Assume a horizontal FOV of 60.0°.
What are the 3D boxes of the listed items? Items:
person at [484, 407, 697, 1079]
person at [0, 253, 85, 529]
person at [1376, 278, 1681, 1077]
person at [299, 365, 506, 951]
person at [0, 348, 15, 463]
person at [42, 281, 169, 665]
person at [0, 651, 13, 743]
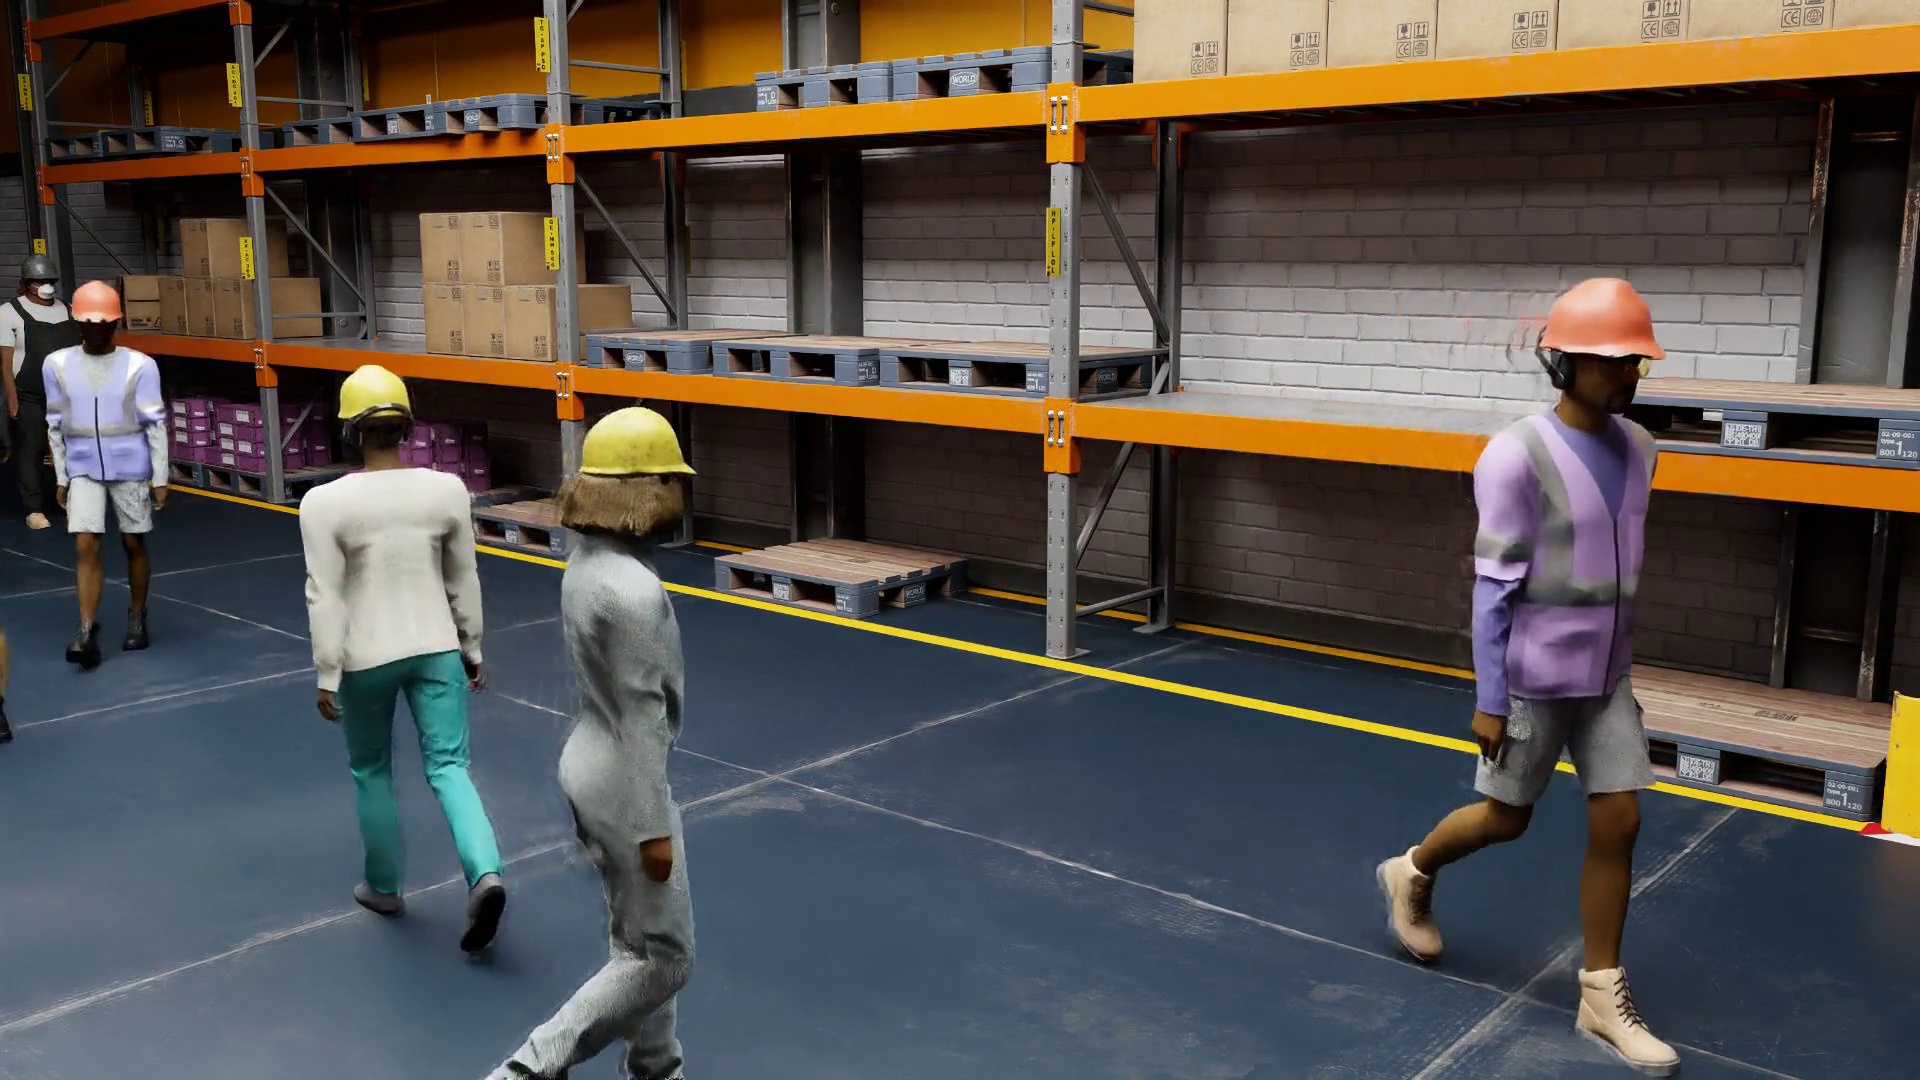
[{"bbox_3d":[-0.779,0.565,3.726,0.570,1.724,0.503,-4,11,-24],"label":"person"},{"bbox_3d":[-6.778,-1.114,12.426,0.538,2.000,0.682,6,12,32],"label":"person"},{"bbox_3d":[1.527,0.311,4.430,0.618,2.013,0.935,-5,11,-28],"label":"person"},{"bbox_3d":[-1.640,0.352,4.959,0.530,1.736,0.789,-8,13,-38],"label":"person"},{"bbox_3d":[-5.941,-0.591,9.829,0.594,1.903,0.482,-5,11,-27],"label":"person"},{"bbox_3d":[-4.272,-0.326,8.318,0.561,1.899,0.852,-3,10,-16],"label":"person"},{"bbox_3d":[-4.408,-0.082,6.949,0.893,1.888,0.586,4,11,20],"label":"person"}]
